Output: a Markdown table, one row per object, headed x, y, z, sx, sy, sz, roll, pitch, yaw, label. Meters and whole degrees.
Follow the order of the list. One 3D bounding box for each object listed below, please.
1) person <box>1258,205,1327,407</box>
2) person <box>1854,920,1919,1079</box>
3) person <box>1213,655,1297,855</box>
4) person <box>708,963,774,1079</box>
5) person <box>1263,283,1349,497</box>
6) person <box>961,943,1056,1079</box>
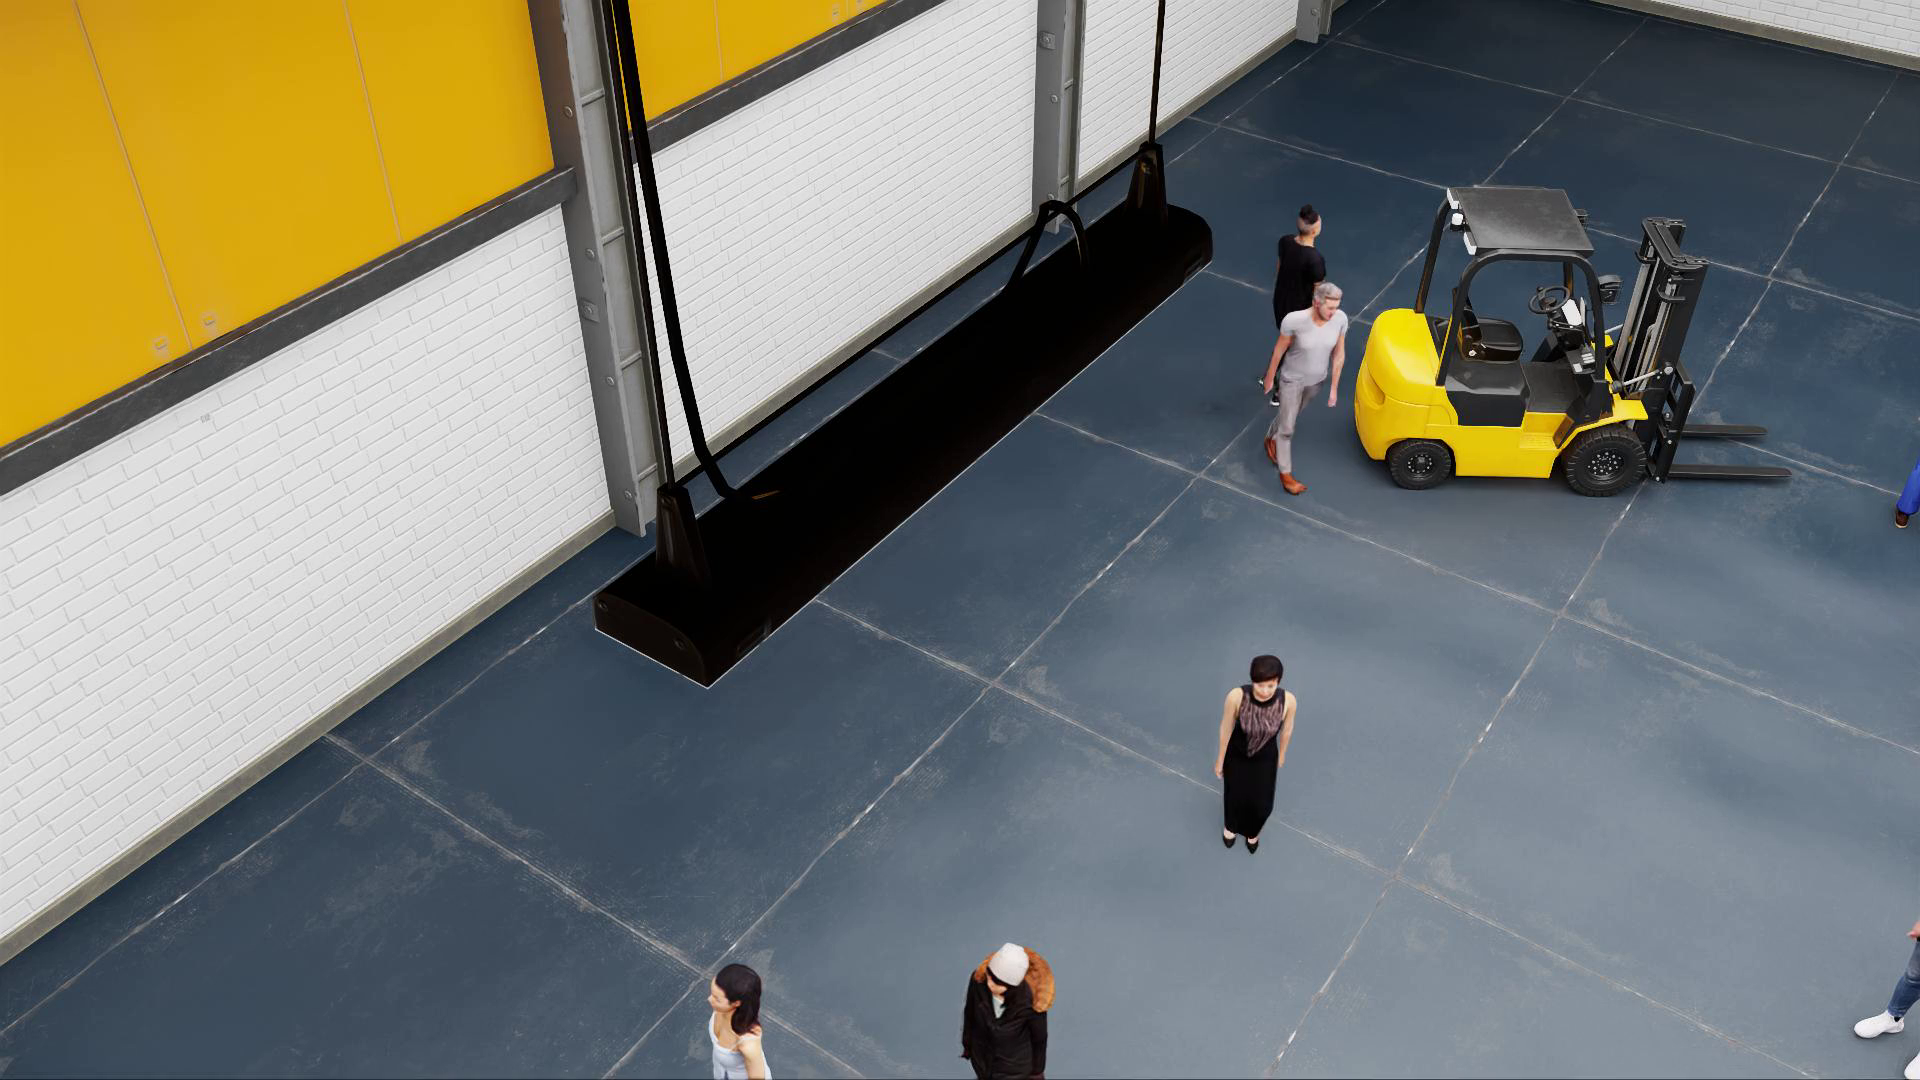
| x | y | z | sx | sy | sz | roll | pitch | yaw | label |
| --- | --- | --- | --- | --- | --- | --- | --- | --- | --- |
| 2.723 | -1.929 | 13.822 | 0.843 | 1.854 | 0.814 | -14 | 41 | -17 | person |
| 5.294 | 2.117 | 8.726 | 0.737 | 1.890 | 0.756 | -18 | 42 | -21 | person |
| 1.760 | 1.243 | 10.062 | 0.686 | 1.590 | 0.711 | 6 | 39 | 8 | person |
| -1.057 | 2.653 | 8.185 | 0.674 | 1.729 | 0.668 | -18 | 42 | -21 | person |
| 2.664 | -1.304 | 13.113 | 1.198 | 1.761 | 1.208 | -7 | 39 | -9 | person |
| 0.226 | 2.559 | 8.377 | 0.658 | 1.635 | 0.638 | 17 | 41 | 20 | person |
